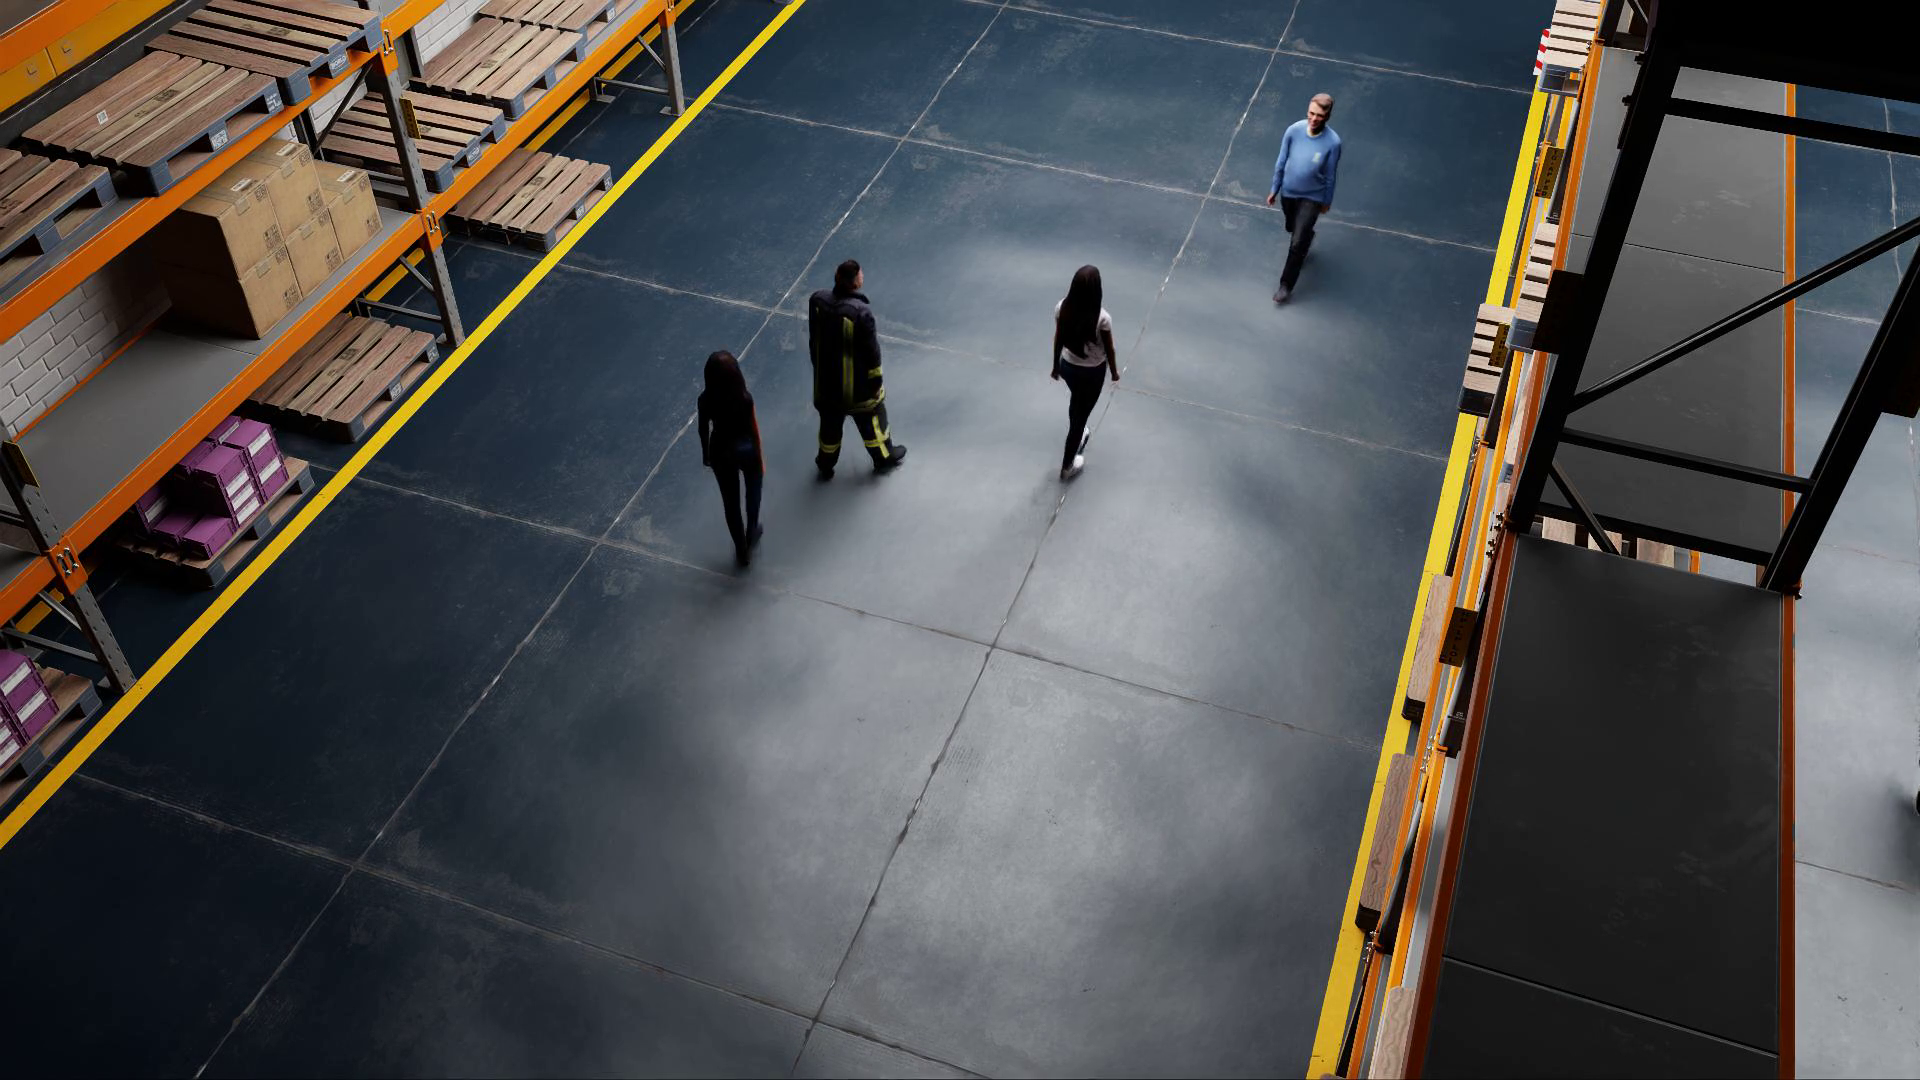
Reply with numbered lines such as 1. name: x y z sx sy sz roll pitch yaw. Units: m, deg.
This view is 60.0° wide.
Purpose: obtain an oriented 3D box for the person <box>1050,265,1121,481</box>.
1. person: 0.830 -1.144 11.938 0.725 1.756 0.860 26 50 25

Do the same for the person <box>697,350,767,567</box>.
1. person: -1.525 -0.491 11.275 0.700 1.724 0.744 -4 44 -4

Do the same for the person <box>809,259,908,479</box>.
1. person: -0.851 -1.187 11.923 0.868 1.839 0.893 18 47 18

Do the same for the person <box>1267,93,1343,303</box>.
1. person: 2.869 -2.914 13.773 0.853 1.786 1.204 26 49 25
